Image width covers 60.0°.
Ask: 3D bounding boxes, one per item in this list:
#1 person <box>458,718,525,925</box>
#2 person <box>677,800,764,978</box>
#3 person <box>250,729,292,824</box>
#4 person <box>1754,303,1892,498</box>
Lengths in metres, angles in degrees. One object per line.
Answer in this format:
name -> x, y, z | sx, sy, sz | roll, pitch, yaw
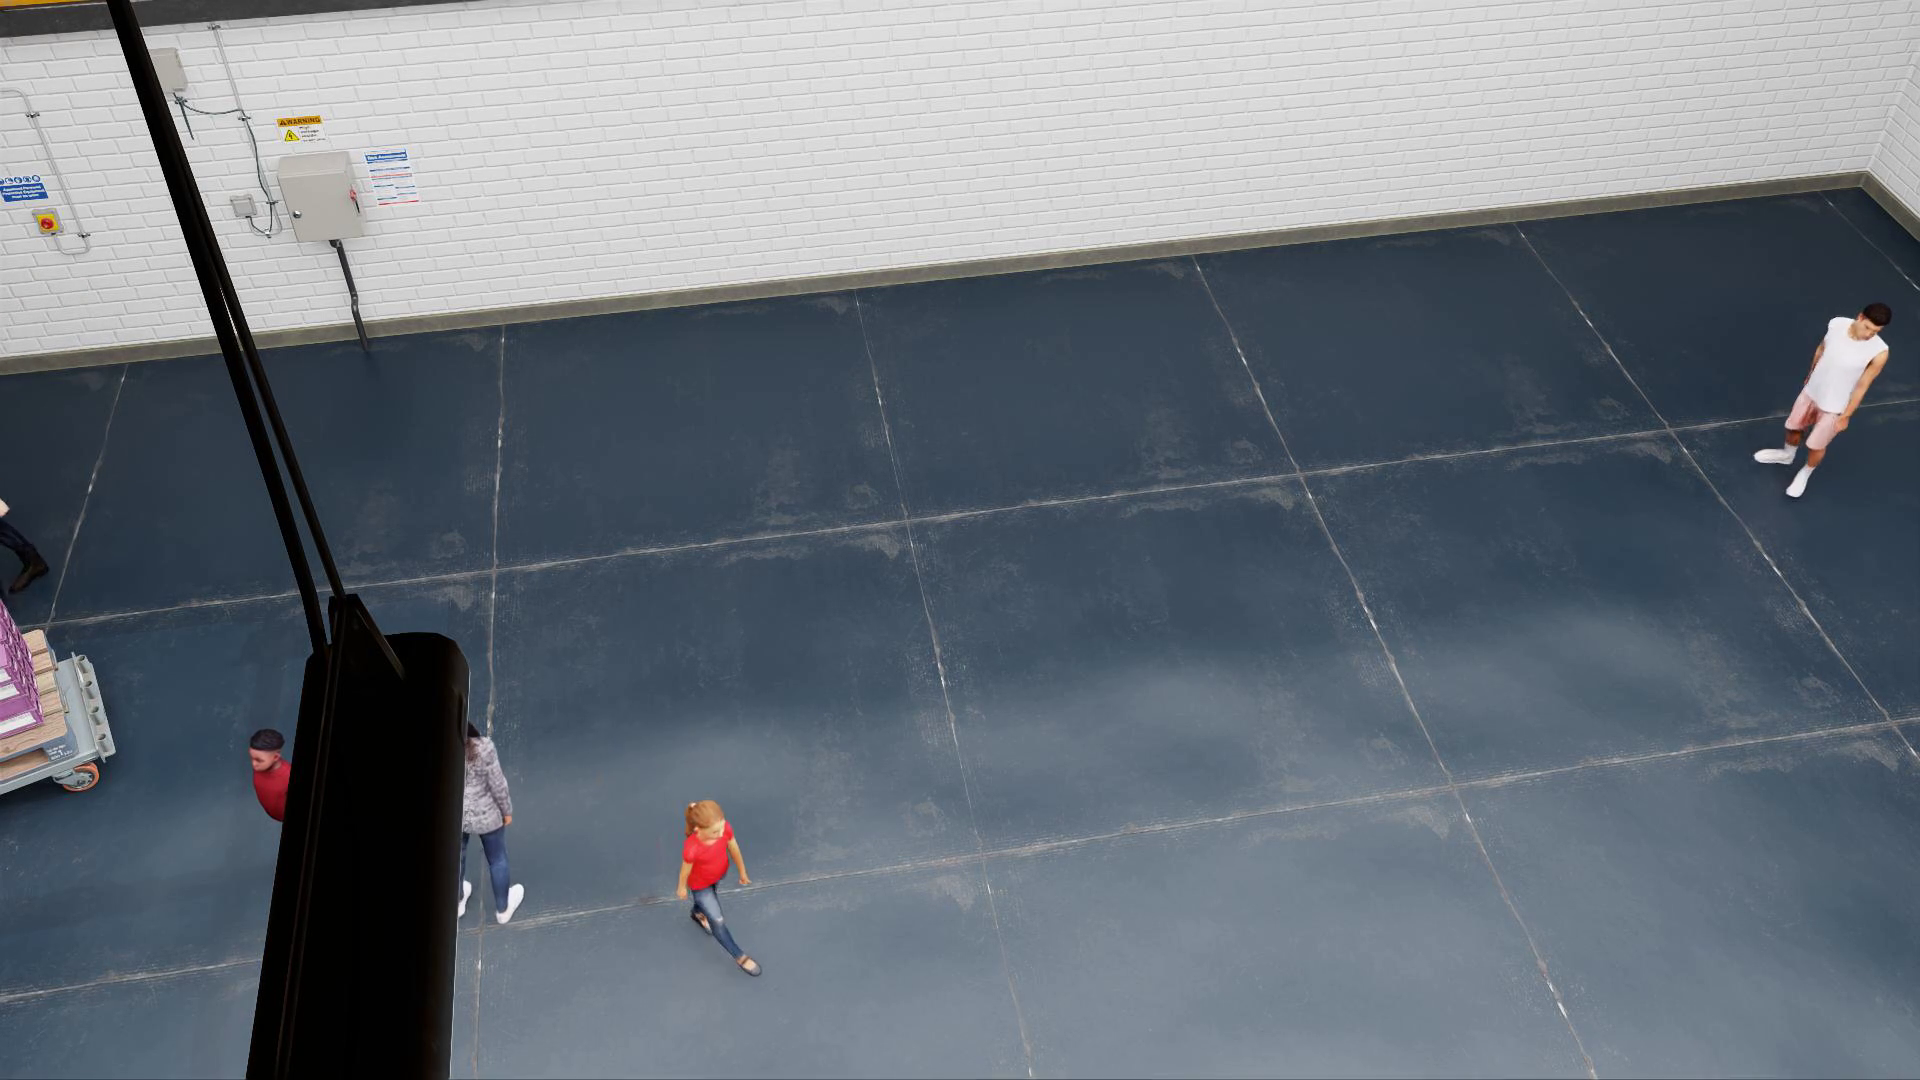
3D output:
person -> -2.720, 1.499, 9.194 | 0.715, 1.714, 0.710 | 3, 44, 3
person -> -1.435, 1.816, 9.174 | 0.931, 1.283, 0.817 | 35, 53, 31
person -> -3.807, 1.515, 9.510 | 0.579, 1.254, 0.619 | 17, 46, 17
person -> 6.217, -1.046, 11.845 | 0.888, 1.743, 0.682 | -8, 44, -8
